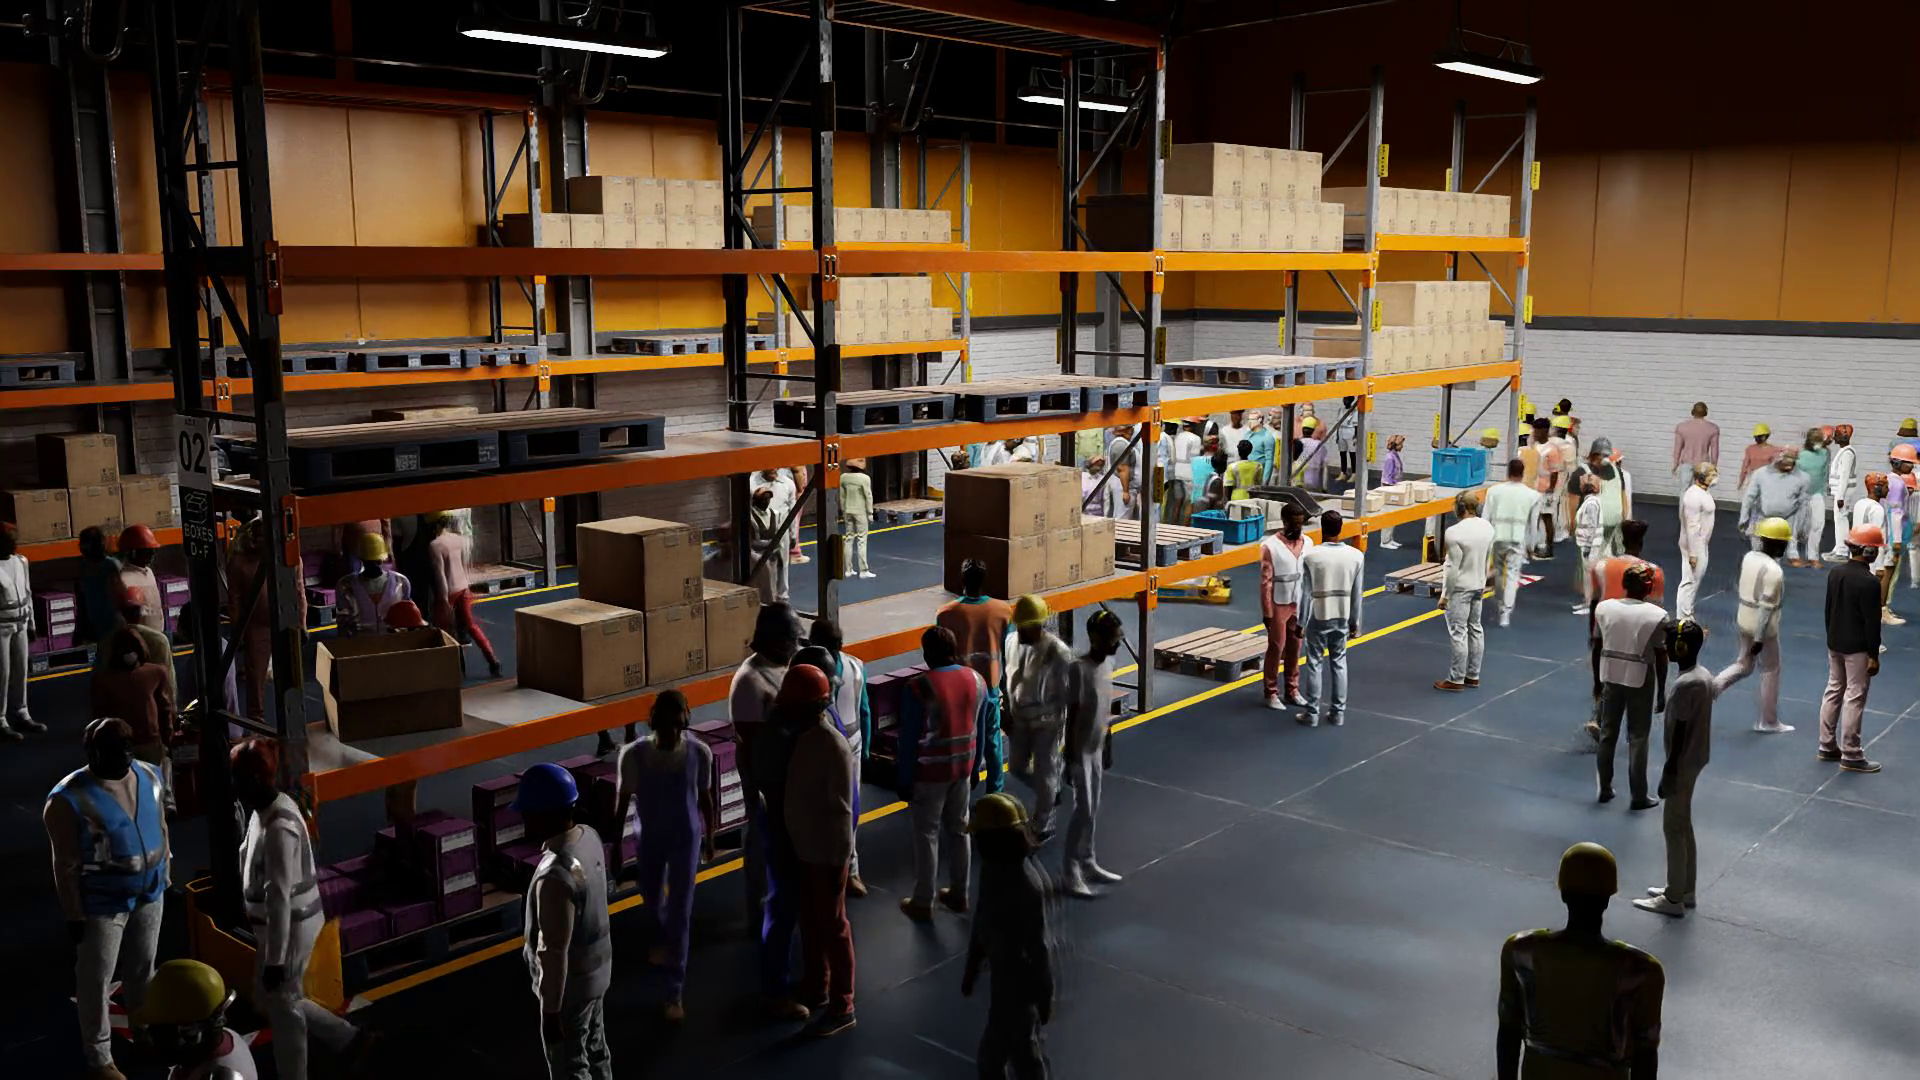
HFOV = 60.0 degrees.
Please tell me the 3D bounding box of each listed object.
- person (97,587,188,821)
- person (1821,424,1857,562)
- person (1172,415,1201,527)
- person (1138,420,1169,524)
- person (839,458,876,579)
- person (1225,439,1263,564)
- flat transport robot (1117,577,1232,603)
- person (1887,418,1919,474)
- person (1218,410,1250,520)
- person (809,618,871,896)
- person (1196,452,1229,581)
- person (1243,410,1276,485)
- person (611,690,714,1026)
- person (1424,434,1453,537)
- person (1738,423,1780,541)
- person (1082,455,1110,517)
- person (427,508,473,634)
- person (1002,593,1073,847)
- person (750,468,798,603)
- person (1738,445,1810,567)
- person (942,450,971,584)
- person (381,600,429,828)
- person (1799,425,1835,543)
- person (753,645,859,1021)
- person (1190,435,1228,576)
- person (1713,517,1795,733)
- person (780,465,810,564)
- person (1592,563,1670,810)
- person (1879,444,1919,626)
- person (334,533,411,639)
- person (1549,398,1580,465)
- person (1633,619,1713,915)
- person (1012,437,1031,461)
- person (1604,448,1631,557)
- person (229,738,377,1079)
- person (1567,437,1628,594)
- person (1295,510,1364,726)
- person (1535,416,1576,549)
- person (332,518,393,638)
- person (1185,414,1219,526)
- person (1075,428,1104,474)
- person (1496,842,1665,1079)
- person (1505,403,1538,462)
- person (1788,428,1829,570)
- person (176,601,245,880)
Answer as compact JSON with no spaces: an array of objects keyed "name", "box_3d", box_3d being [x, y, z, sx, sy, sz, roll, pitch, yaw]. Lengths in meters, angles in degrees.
[{"name":"person","box_3d":[-5.899,1.213,12.050,0.634,1.717,0.403,2,10,14]},{"name":"person","box_3d":[11.979,-0.638,22.601,0.352,1.878,0.568,5,11,26]},{"name":"person","box_3d":[3.297,-0.930,24.212,0.435,1.918,0.555,-8,13,-41]},{"name":"person","box_3d":[2.801,-0.926,24.177,0.392,1.919,0.591,-7,12,-37]},{"name":"person","box_3d":[-1.325,-0.317,21.391,0.498,1.633,0.286,6,11,33]},{"name":"person","box_3d":[3.808,-0.503,22.308,0.530,1.697,0.322,-2,10,-13]},{"name":"flat transport robot","box_3d":[2.552,0.572,20.141,1.431,0.197,0.652,2,10,13]},{"name":"person","box_3d":[14.149,-0.961,24.908,0.295,1.744,0.491,-7,12,-36]},{"name":"person","box_3d":[4.205,-1.118,25.363,0.604,1.915,1.004,2,10,12]},{"name":"person","box_3d":[-0.849,1.392,10.607,0.628,1.833,0.429,-5,11,-28]},{"name":"person","box_3d":[3.180,-0.292,21.110,0.620,1.658,0.549,-1,10,-6]},{"name":"person","box_3d":[4.306,-0.948,24.341,0.407,1.910,0.639,-5,11,-28]},{"name":"person","box_3d":[-1.639,1.648,9.200,0.556,1.803,0.940,-2,10,-9]},{"name":"person","box_3d":[6.723,-0.694,23.312,0.319,1.740,0.501,2,10,11]},{"name":"person","box_3d":[11.764,-0.860,24.401,0.904,1.727,0.539,-6,11,-30]},{"name":"person","box_3d":[1.626,-0.290,21.277,0.565,1.613,0.424,0,10,1]},{"name":"person","box_3d":[-5.488,0.147,17.680,0.603,1.949,0.389,0,10,-2]},{"name":"person","box_3d":[0.558,1.233,11.608,0.619,1.809,0.575,9,13,44]},{"name":"person","box_3d":[-2.179,-0.066,19.112,0.646,1.900,0.400,-3,10,-15]},{"name":"person","box_3d":[9.785,-0.212,20.024,0.735,1.878,0.581,4,10,23]},{"name":"person","box_3d":[-0.034,-0.151,19.815,0.342,1.839,0.501,-4,10,-23]},{"name":"person","box_3d":[-3.821,1.278,11.509,0.343,1.749,0.572,-6,11,-32]},{"name":"person","box_3d":[12.397,-0.807,24.065,0.585,1.717,0.453,-6,11,-32]},{"name":"person","box_3d":[-0.799,1.552,9.021,0.537,2.000,0.685,6,11,31]},{"name":"person","box_3d":[3.191,-0.437,21.469,0.392,1.847,0.563,-6,11,-34]},{"name":"person","box_3d":[6.812,0.733,14.322,0.781,1.904,0.586,0,10,-2]},{"name":"person","box_3d":[-2.317,-0.705,22.492,0.688,2.000,0.539,8,12,40]},{"name":"person","box_3d":[4.973,1.084,12.394,0.389,1.845,0.564,-9,13,-42]},{"name":"person","box_3d":[10.483,-0.063,18.674,0.394,2.037,0.605,3,10,18]},{"name":"person","box_3d":[-4.662,0.895,13.325,0.623,1.927,0.382,-5,11,-27]},{"name":"person","box_3d":[9.783,-1.368,27.025,0.507,1.857,0.328,2,10,11]},{"name":"person","box_3d":[4.497,1.412,10.422,0.350,1.856,0.519,7,12,35]},{"name":"person","box_3d":[0.750,-0.552,21.717,0.397,1.992,0.621,-1,10,-7]},{"name":"person","box_3d":[8.263,-0.302,21.027,0.608,1.732,0.444,-9,13,-42]},{"name":"person","box_3d":[-3.127,1.833,7.837,0.543,1.871,0.620,-6,11,-31]},{"name":"person","box_3d":[7.686,-0.292,20.027,0.684,2.000,1.004,-4,10,-20]},{"name":"person","box_3d":[3.237,0.690,14.574,0.599,1.909,0.398,-2,10,-14]},{"name":"person","box_3d":[8.530,-0.829,23.694,0.920,1.881,0.599,-5,11,-29]},{"name":"person","box_3d":[-6.427,0.085,17.915,0.623,1.992,0.396,-6,11,-31]},{"name":"person","box_3d":[3.701,-1.193,25.456,0.611,2.031,0.408,8,12,38]},{"name":"person","box_3d":[2.084,-1.345,27.156,0.526,1.762,0.340,3,10,17]},{"name":"person","box_3d":[2.318,2.077,6.277,0.583,1.917,0.404,6,11,33]},{"name":"person","box_3d":[8.611,-1.135,25.397,0.388,1.926,0.590,-7,12,-36]},{"name":"person","box_3d":[11.199,-0.542,21.949,0.653,1.894,0.690,-2,10,-12]},{"name":"person","box_3d":[-4.813,1.321,10.702,0.371,1.941,0.627,-3,10,-19]}]
